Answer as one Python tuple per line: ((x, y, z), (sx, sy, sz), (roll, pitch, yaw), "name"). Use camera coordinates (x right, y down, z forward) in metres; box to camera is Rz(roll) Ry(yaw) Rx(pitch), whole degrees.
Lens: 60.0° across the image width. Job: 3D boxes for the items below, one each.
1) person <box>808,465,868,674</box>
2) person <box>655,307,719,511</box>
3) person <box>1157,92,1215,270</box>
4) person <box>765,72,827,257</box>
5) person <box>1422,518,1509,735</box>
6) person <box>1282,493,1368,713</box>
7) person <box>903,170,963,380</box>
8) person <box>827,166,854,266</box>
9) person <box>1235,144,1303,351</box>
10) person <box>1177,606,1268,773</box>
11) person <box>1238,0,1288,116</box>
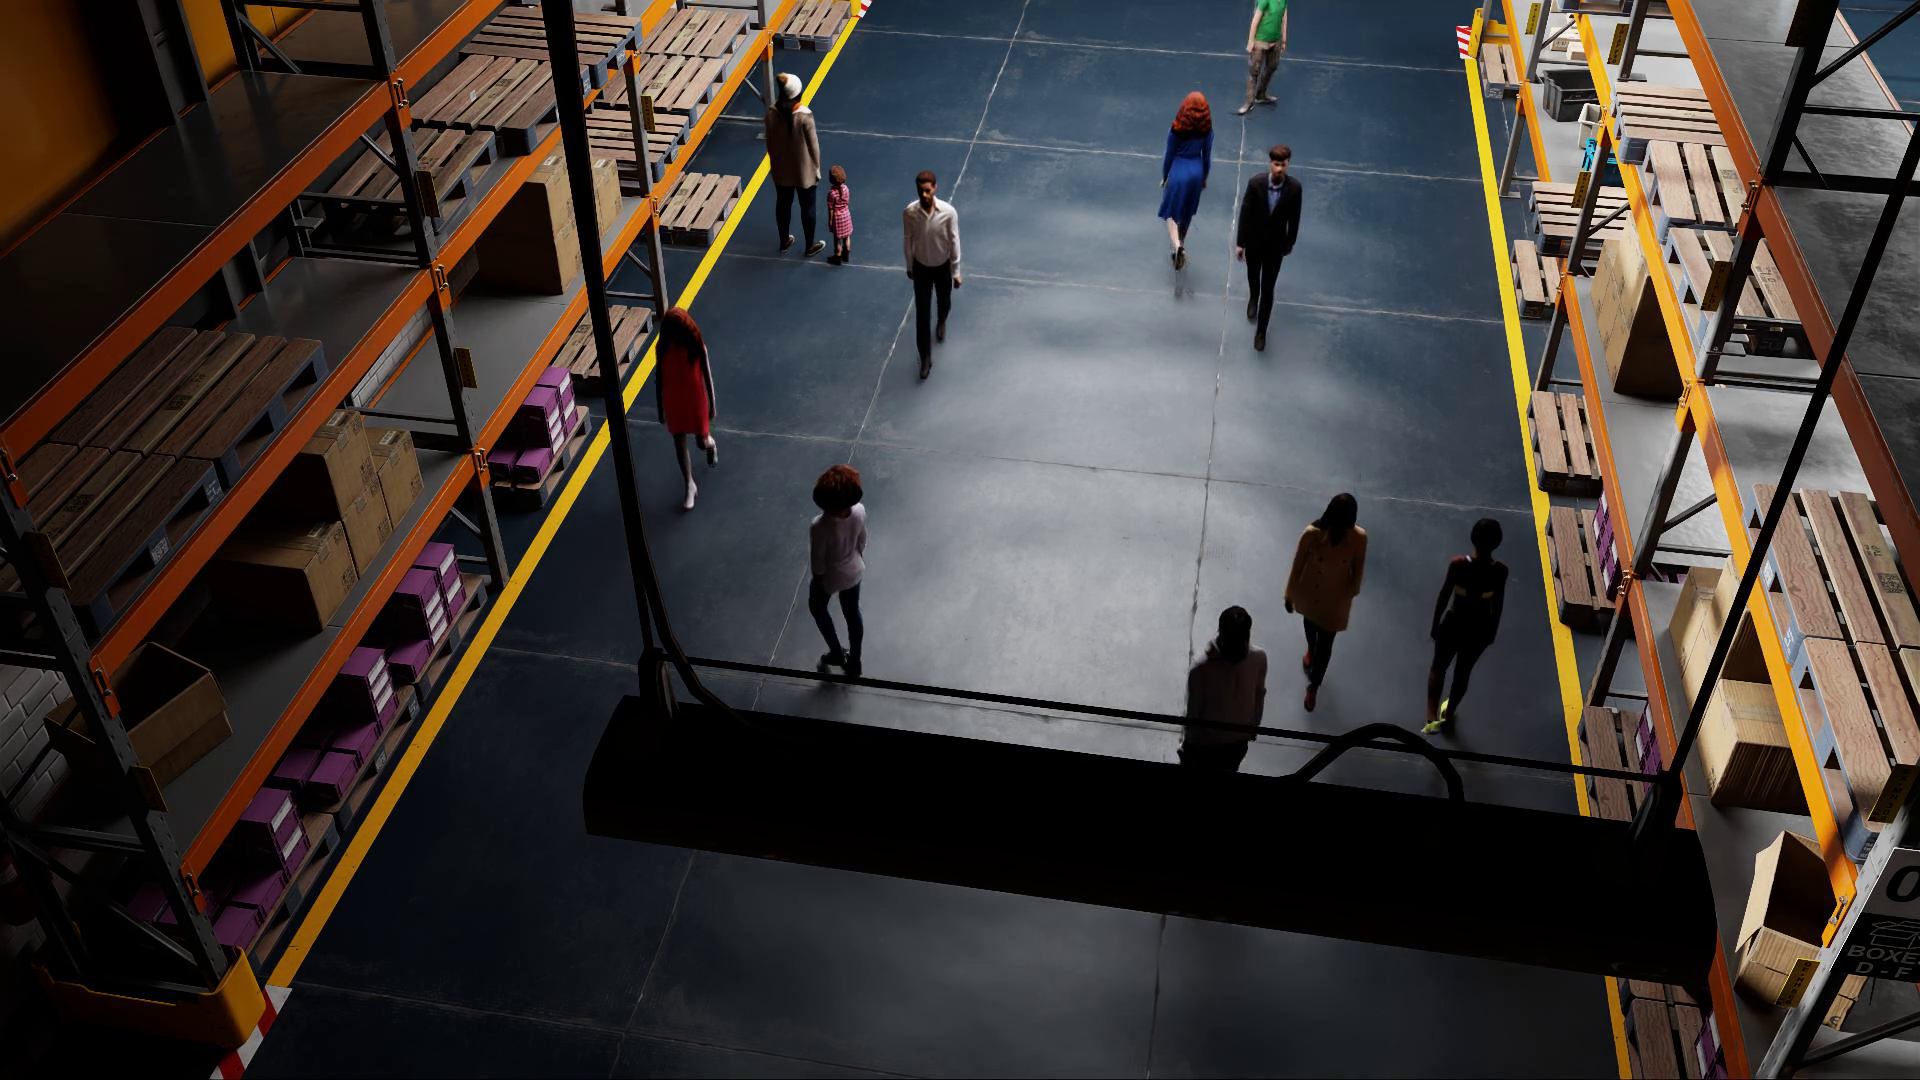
((-0.785, 0.272, 11.503), (0.753, 1.695, 0.816), (-25, 45, -27), "person")
((-2.142, -1.102, 13.128), (0.648, 1.813, 0.841), (3, 39, 4), "person")
((2.164, -3.393, 15.997), (0.764, 1.813, 0.934), (-4, 39, -5), "person")
((-1.642, -3.701, 16.321), (0.740, 1.891, 0.711), (12, 40, 15), "person")
((3.328, 0.662, 10.979), (0.636, 1.739, 0.840), (11, 40, 14), "person")
((2.518, 0.297, 11.506), (0.717, 1.651, 0.965), (11, 40, 14), "person")
((-0.229, -2.446, 14.791), (0.782, 1.839, 1.205), (1, 39, 1), "person")
((-1.197, -3.204, 16.395), (0.551, 1.021, 0.474), (27, 46, 29), "person")
((2.782, -2.769, 15.192), (0.746, 1.843, 1.199), (9, 40, 11), "person")
((1.562, 1.103, 10.290), (1.009, 1.910, 1.190), (-12, 40, -15), "person")
((3.433, -5.700, 19.044), (0.803, 1.616, 0.815), (-9, 39, -11), "person")
